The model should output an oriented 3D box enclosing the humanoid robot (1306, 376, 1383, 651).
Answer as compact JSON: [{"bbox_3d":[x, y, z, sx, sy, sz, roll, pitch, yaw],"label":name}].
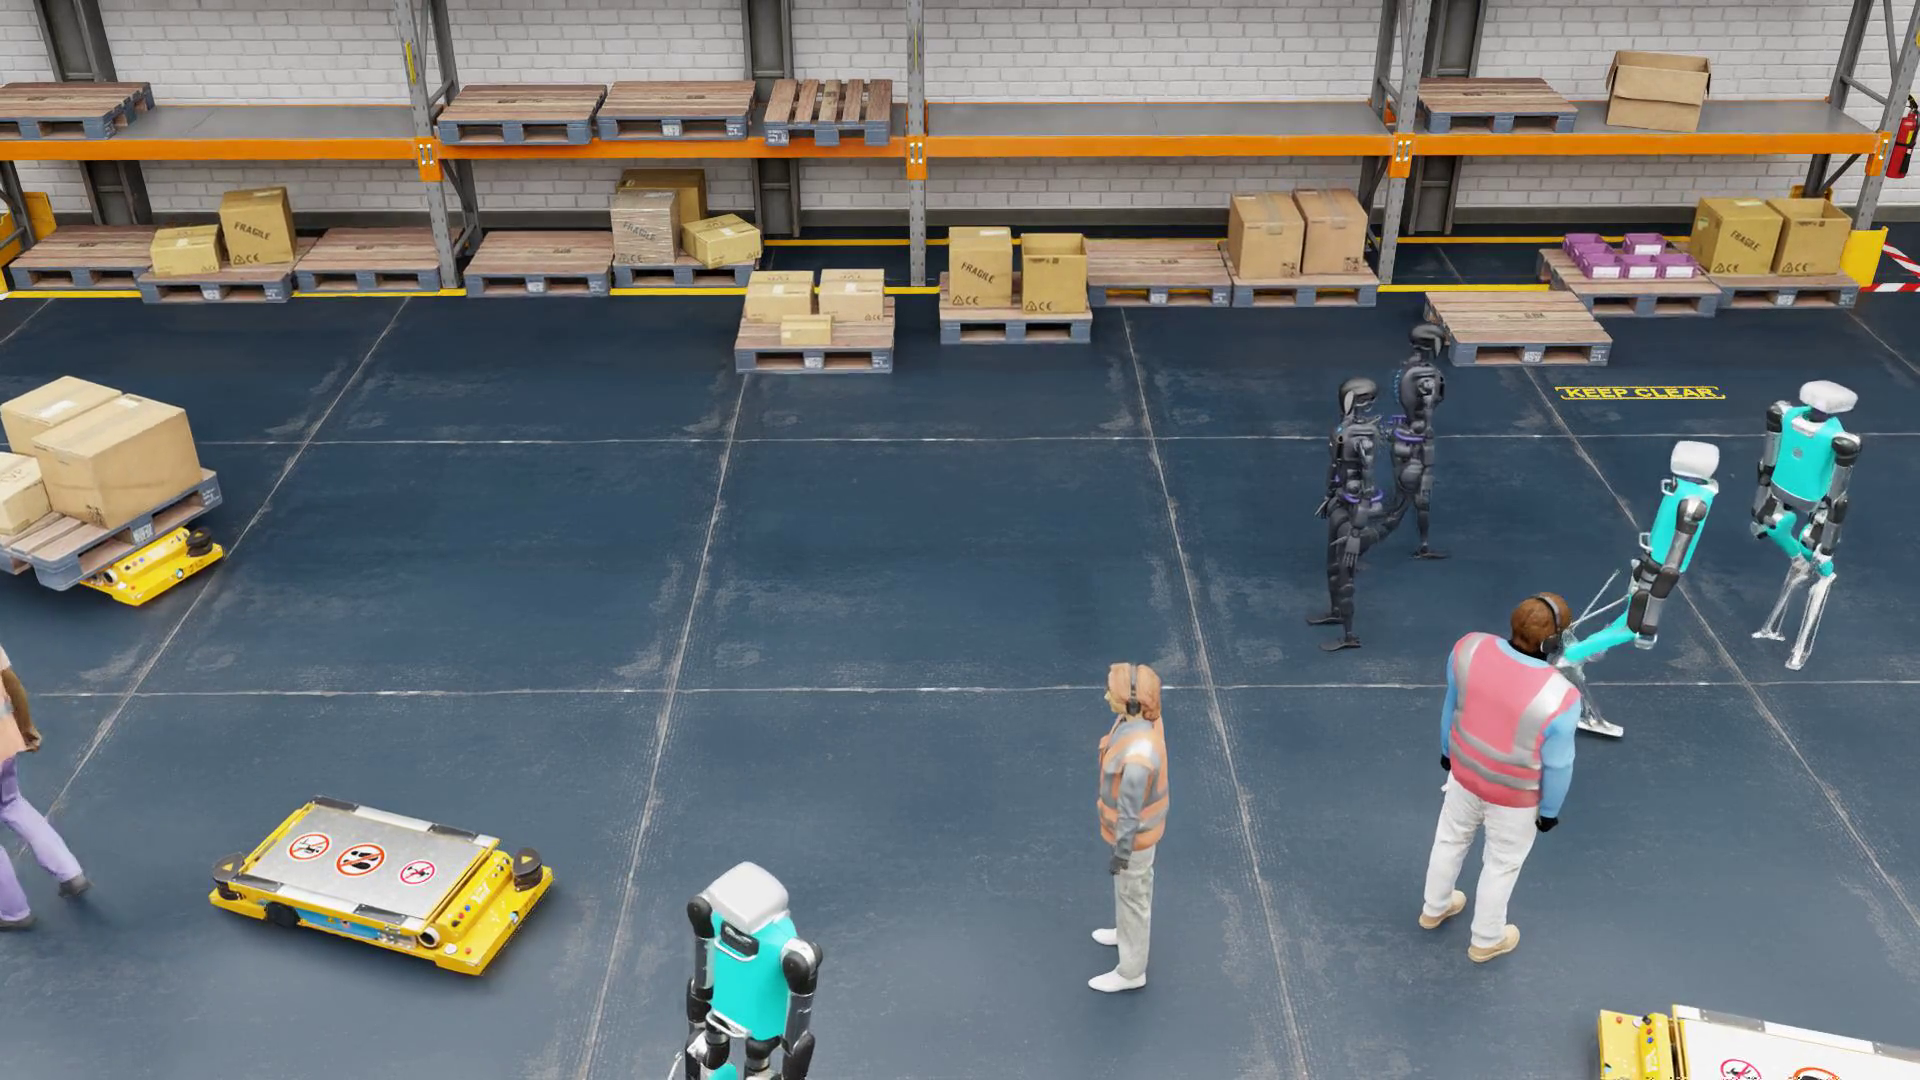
[{"bbox_3d":[2.170,-0.154,9.296,0.309,1.652,0.612,-2,31,-4],"label":"humanoid robot"}]

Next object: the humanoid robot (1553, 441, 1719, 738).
[{"bbox_3d":[3.321,0.337,8.538,0.734,1.902,0.546,10,33,17],"label":"humanoid robot"}]

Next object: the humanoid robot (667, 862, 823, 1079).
[{"bbox_3d":[-0.839,2.017,5.737,0.544,1.891,0.750,20,36,30],"label":"humanoid robot"}]

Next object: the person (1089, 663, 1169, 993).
[{"bbox_3d":[0.724,1.212,7.067,0.312,1.632,0.517,4,31,6],"label":"person"}]

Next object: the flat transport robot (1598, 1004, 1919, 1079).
[{"bbox_3d":[3.333,2.258,6.652,1.431,0.231,0.659,8,32,13],"label":"flat transport robot"}]

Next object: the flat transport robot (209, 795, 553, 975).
[{"bbox_3d":[-2.704,1.589,7.766,1.431,0.231,0.659,10,32,16],"label":"flat transport robot"}]

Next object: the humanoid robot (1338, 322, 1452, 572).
[{"bbox_3d":[2.703,-0.544,9.990,0.729,1.638,0.591,1,31,2],"label":"humanoid robot"}]

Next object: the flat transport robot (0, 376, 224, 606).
[{"bbox_3d":[-5.382,0.016,10.385,1.431,0.231,0.659,15,34,23],"label":"flat transport robot"}]

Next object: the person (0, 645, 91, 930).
[{"bbox_3d":[-4.316,0.961,7.303,0.469,1.818,0.605,10,32,16],"label":"person"}]

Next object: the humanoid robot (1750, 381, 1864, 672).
[{"bbox_3d":[4.704,-0.106,9.157,0.784,1.768,0.530,-16,34,-24],"label":"humanoid robot"}]

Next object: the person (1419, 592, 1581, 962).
[{"bbox_3d":[2.343,1.019,7.202,0.432,1.836,0.630,-22,37,-32],"label":"person"}]
